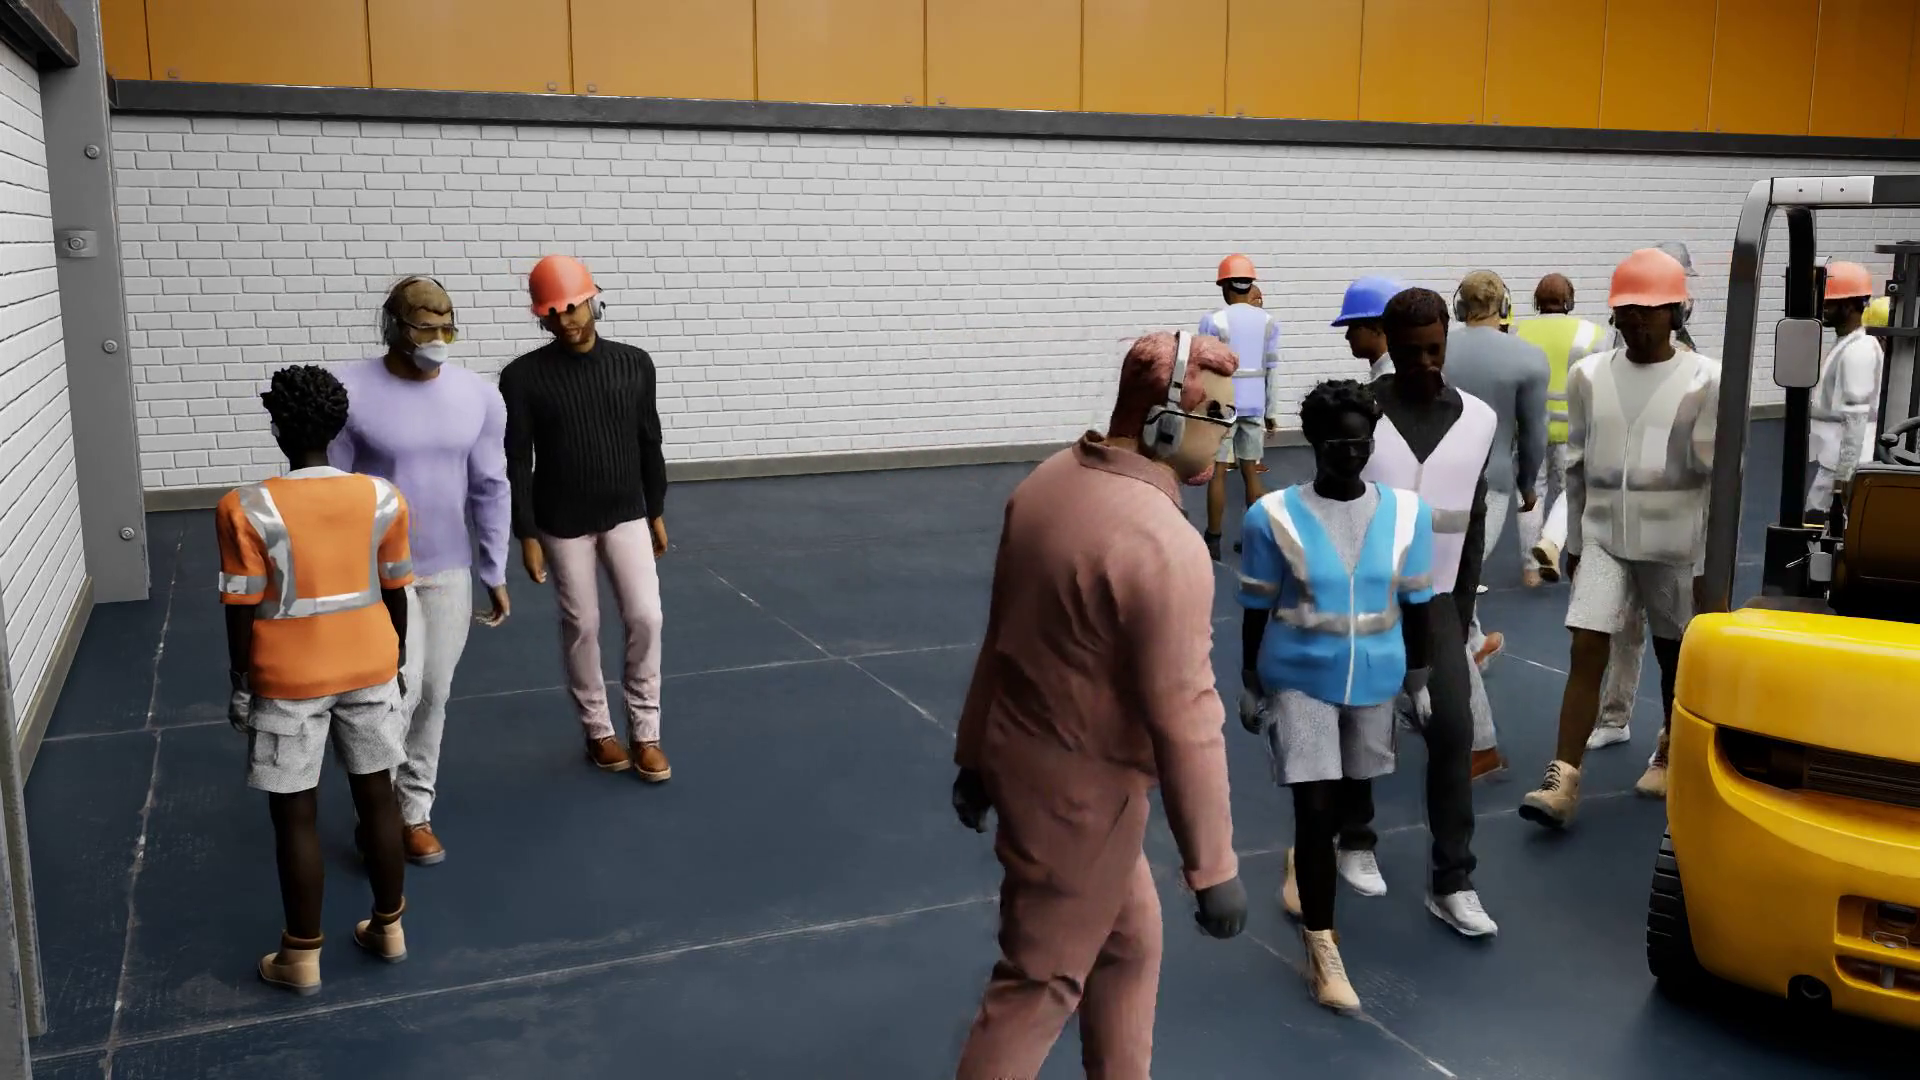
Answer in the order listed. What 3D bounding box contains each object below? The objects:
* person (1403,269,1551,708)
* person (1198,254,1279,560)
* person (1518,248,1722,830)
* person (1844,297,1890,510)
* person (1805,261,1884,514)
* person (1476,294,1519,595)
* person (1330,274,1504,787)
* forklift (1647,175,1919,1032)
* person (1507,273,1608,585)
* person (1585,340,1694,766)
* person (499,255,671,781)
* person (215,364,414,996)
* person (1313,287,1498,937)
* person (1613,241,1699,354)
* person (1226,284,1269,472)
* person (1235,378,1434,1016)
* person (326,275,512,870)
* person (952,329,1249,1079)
[{"bbox_3d":[2.288,-0.237,7.341,0.629,1.874,1.013,10,14,44],"label":"person"},{"bbox_3d":[1.725,-0.839,10.533,0.574,1.925,0.383,-4,11,-19],"label":"person"},{"bbox_3d":[2.325,0.004,5.729,0.626,1.983,1.075,10,14,43],"label":"person"},{"bbox_3d":[4.694,-0.414,8.720,0.440,1.712,0.547,0,10,2],"label":"person"},{"bbox_3d":[4.409,-0.403,8.176,0.652,1.915,0.568,5,11,24],"label":"person"},{"bbox_3d":[2.775,-0.488,9.157,0.601,1.730,0.540,0,10,1],"label":"person"},{"bbox_3d":[1.741,-0.039,6.265,0.748,1.896,0.620,3,11,14],"label":"person"},{"bbox_3d":[2.810,0.094,4.662,1.214,2.155,2.313,7,12,34],"label":"forklift"},{"bbox_3d":[3.378,-0.615,9.573,0.639,1.828,0.539,7,13,35],"label":"person"},{"bbox_3d":[2.687,0.053,6.421,0.309,1.638,0.514,-7,13,-35],"label":"person"},{"bbox_3d":[-1.340,-0.053,6.116,0.637,1.956,0.687,-6,12,-29],"label":"person"},{"bbox_3d":[-1.724,0.374,4.514,0.318,1.690,0.531,10,14,42],"label":"person"},{"bbox_3d":[1.328,0.214,4.889,0.579,1.877,0.852,-1,10,-6],"label":"person"},{"bbox_3d":[4.201,-0.846,10.265,0.696,2.000,0.689,4,11,23],"label":"person"},{"bbox_3d":[2.479,-1.399,14.433,0.508,1.632,0.264,8,13,37],"label":"person"},{"bbox_3d":[1.013,0.369,4.612,0.536,1.662,0.774,-1,10,-6],"label":"person"},{"bbox_3d":[-1.733,0.121,5.310,0.637,1.908,0.513,-9,14,-42],"label":"person"},{"bbox_3d":[0.289,0.517,3.286,0.811,1.848,0.668,-3,11,-15],"label":"person"}]
